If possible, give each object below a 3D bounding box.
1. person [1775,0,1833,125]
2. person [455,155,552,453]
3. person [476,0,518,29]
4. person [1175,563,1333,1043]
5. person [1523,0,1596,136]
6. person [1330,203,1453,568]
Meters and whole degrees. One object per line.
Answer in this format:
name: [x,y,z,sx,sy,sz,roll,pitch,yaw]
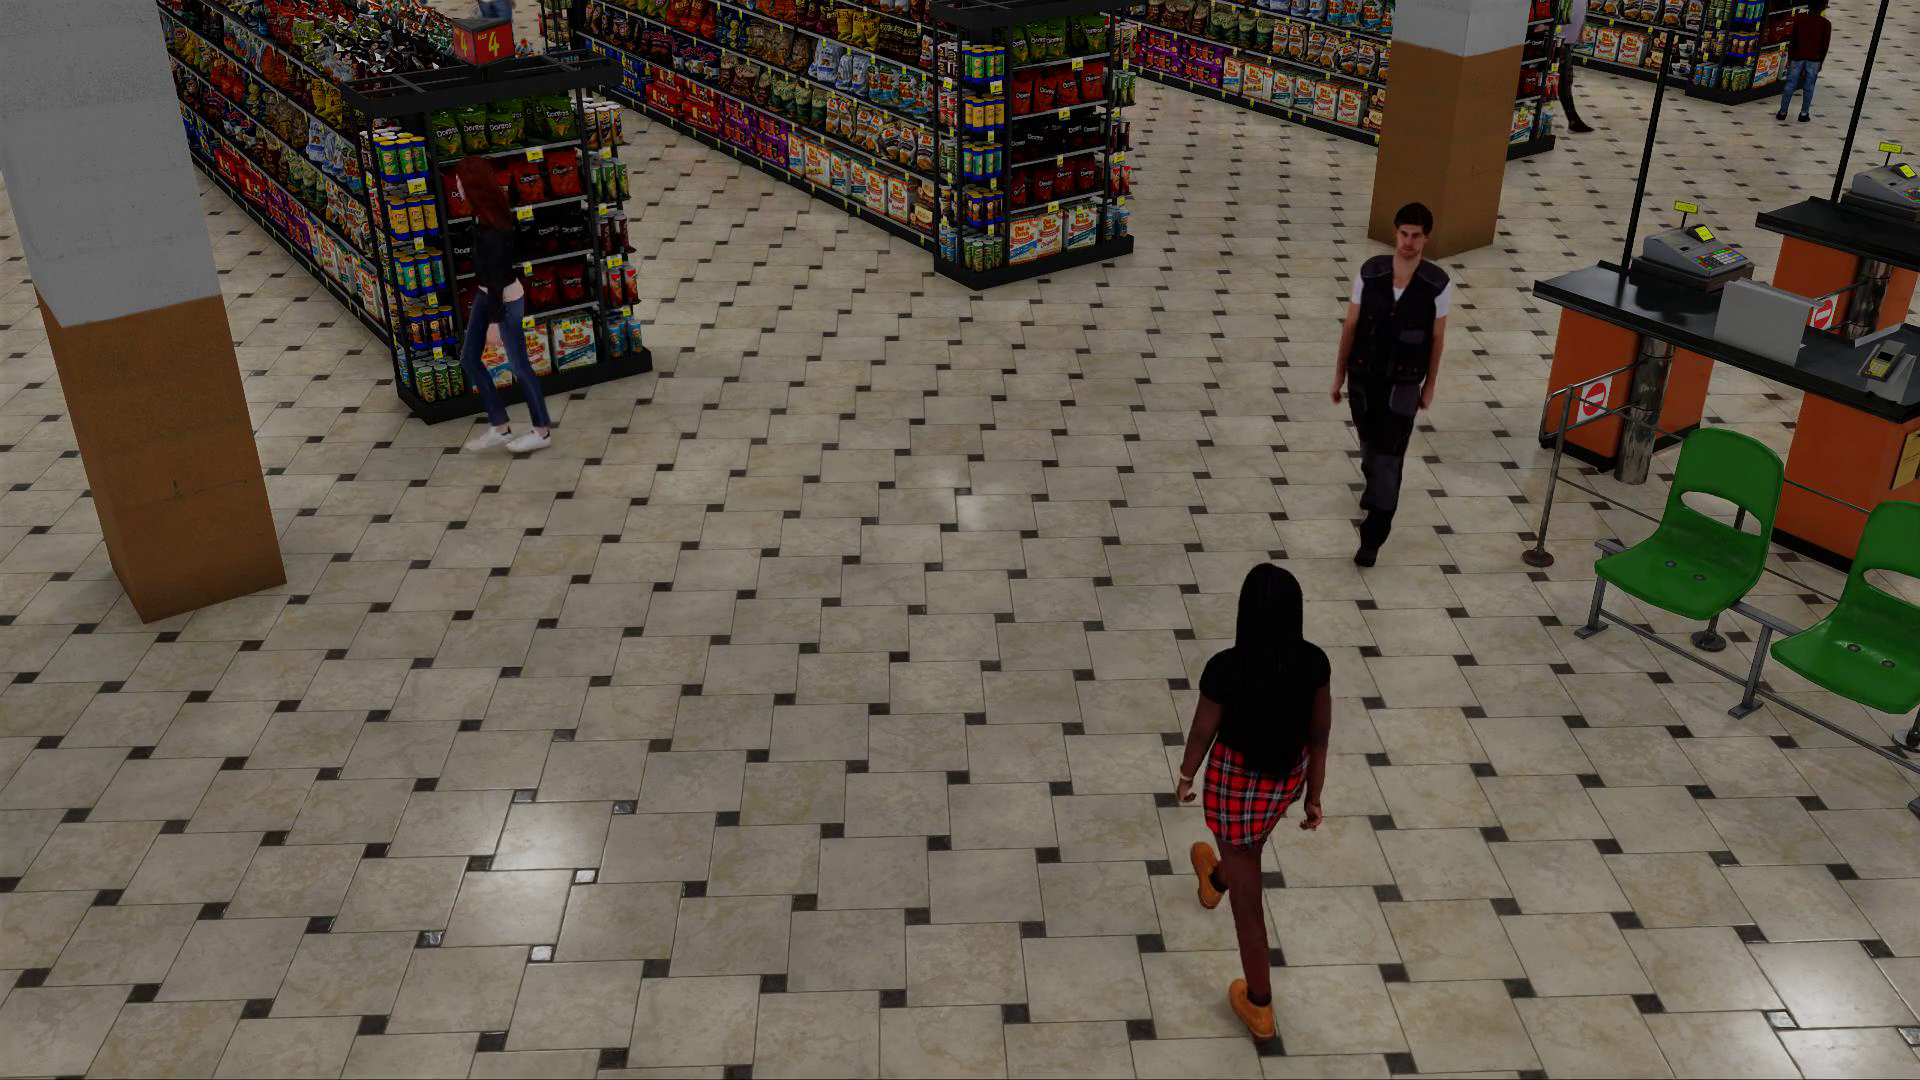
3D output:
person: [8.280,-4.719,16.269,0.546,1.256,0.639,14,32,25]
person: [-2.530,-1.321,9.504,0.695,1.774,0.690,-15,32,-25]
person: [-4.962,-5.745,17.712,0.914,1.675,0.992,0,29,0]
person: [1.012,0.913,5.500,0.839,1.691,1.186,-8,30,-15]
person: [5.662,-4.823,15.906,0.803,1.787,1.235,-24,37,-37]
person: [2.218,-0.857,8.619,1.217,1.809,1.075,14,32,24]
